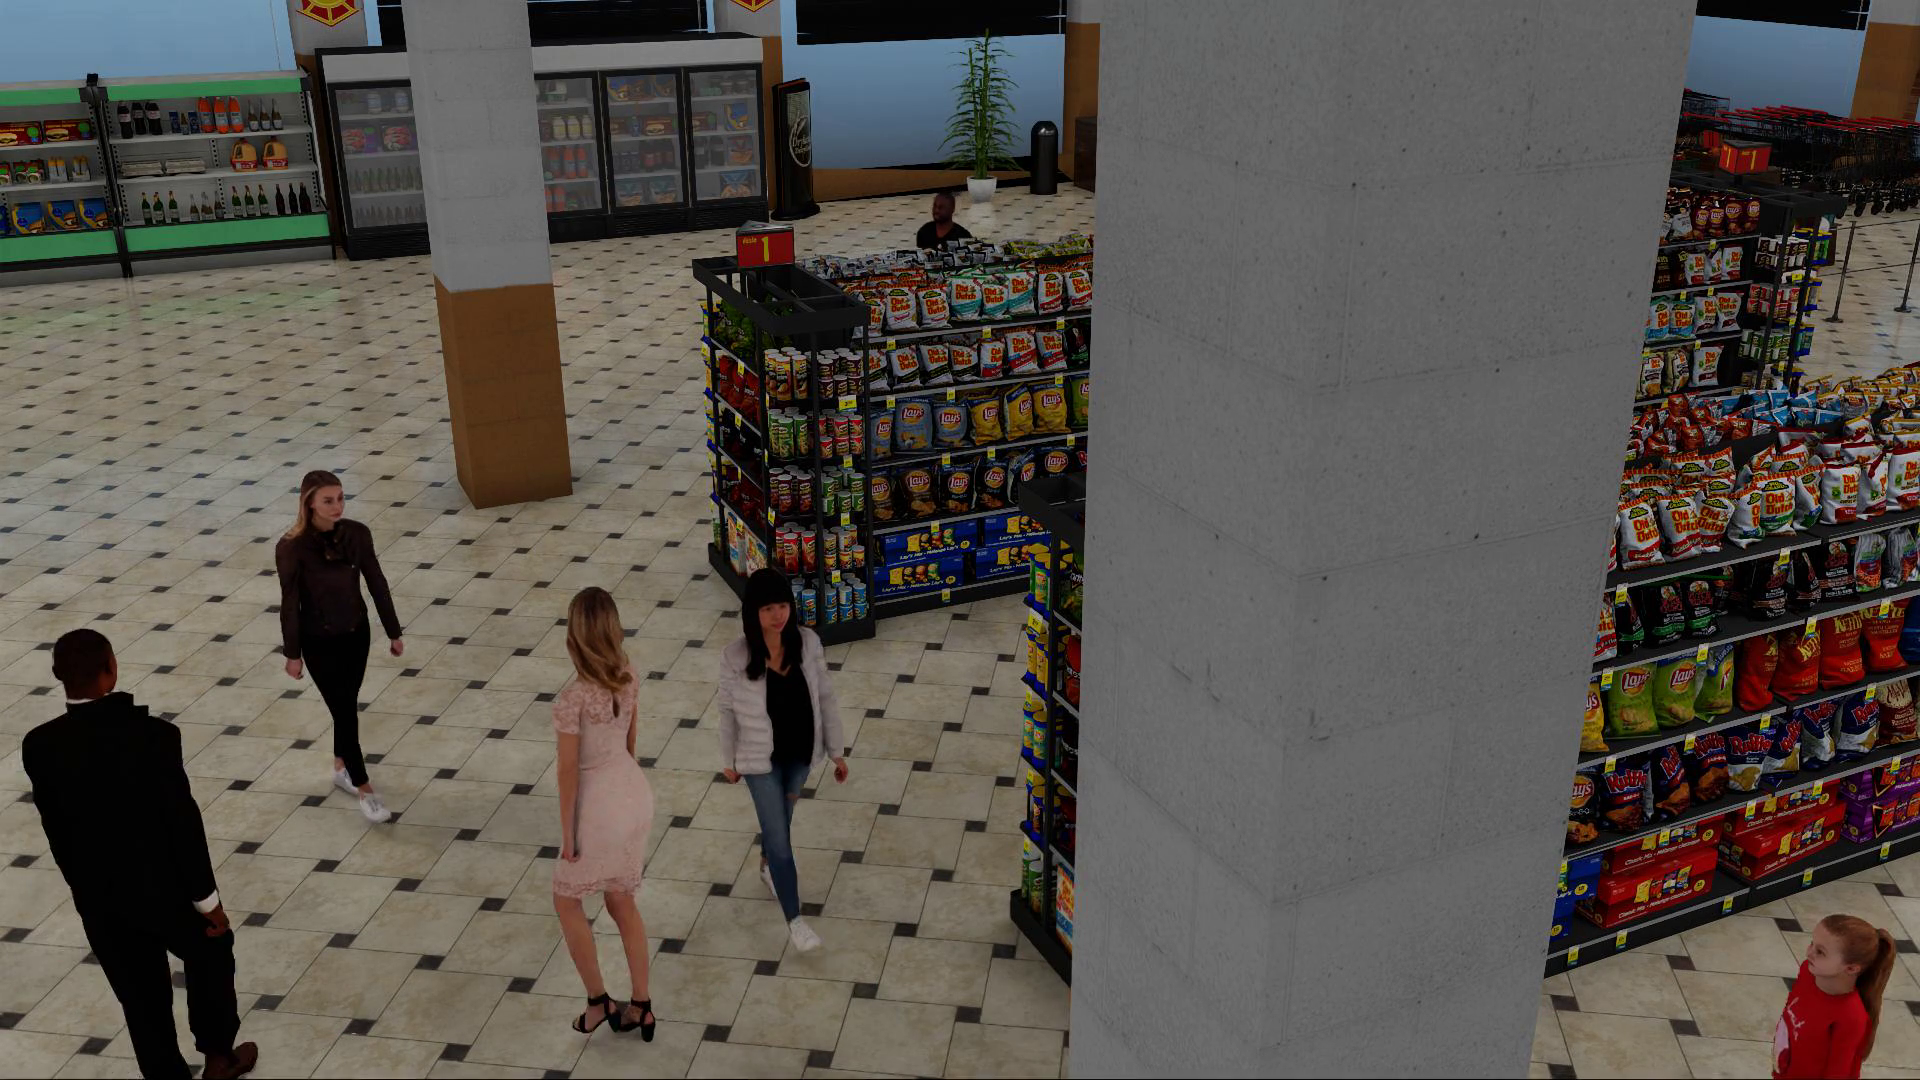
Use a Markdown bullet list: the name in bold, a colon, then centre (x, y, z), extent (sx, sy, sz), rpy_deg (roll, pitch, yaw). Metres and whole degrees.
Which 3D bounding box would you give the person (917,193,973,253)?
- **person**: centre (-0.106, -1.954, 13.662), extent (0.954, 1.807, 1.071), rpy_deg (13, 25, 30)

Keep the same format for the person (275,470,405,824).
- **person**: centre (-2.979, 0.458, 7.830), extent (0.917, 1.681, 0.921), rpy_deg (17, 28, 37)

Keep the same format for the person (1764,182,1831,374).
- **person**: centre (7.391, -2.325, 14.747), extent (0.647, 1.688, 0.747), rpy_deg (3, 22, 8)

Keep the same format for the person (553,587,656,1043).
- **person**: centre (-1.219, 1.073, 6.140), extent (0.780, 1.799, 0.694), rpy_deg (14, 26, 31)

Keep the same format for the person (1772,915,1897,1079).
- **person**: centre (2.722, 1.728, 5.221), extent (0.853, 1.269, 0.672), rpy_deg (0, 22, -1)

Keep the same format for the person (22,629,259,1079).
- **person**: centre (-2.808, 1.241, 5.612), extent (0.811, 1.882, 0.893), rpy_deg (-2, 22, -4)

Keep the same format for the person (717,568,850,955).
- **person**: centre (-0.786, 0.853, 6.958), extent (0.974, 1.598, 0.755), rpy_deg (-13, 25, -29)
